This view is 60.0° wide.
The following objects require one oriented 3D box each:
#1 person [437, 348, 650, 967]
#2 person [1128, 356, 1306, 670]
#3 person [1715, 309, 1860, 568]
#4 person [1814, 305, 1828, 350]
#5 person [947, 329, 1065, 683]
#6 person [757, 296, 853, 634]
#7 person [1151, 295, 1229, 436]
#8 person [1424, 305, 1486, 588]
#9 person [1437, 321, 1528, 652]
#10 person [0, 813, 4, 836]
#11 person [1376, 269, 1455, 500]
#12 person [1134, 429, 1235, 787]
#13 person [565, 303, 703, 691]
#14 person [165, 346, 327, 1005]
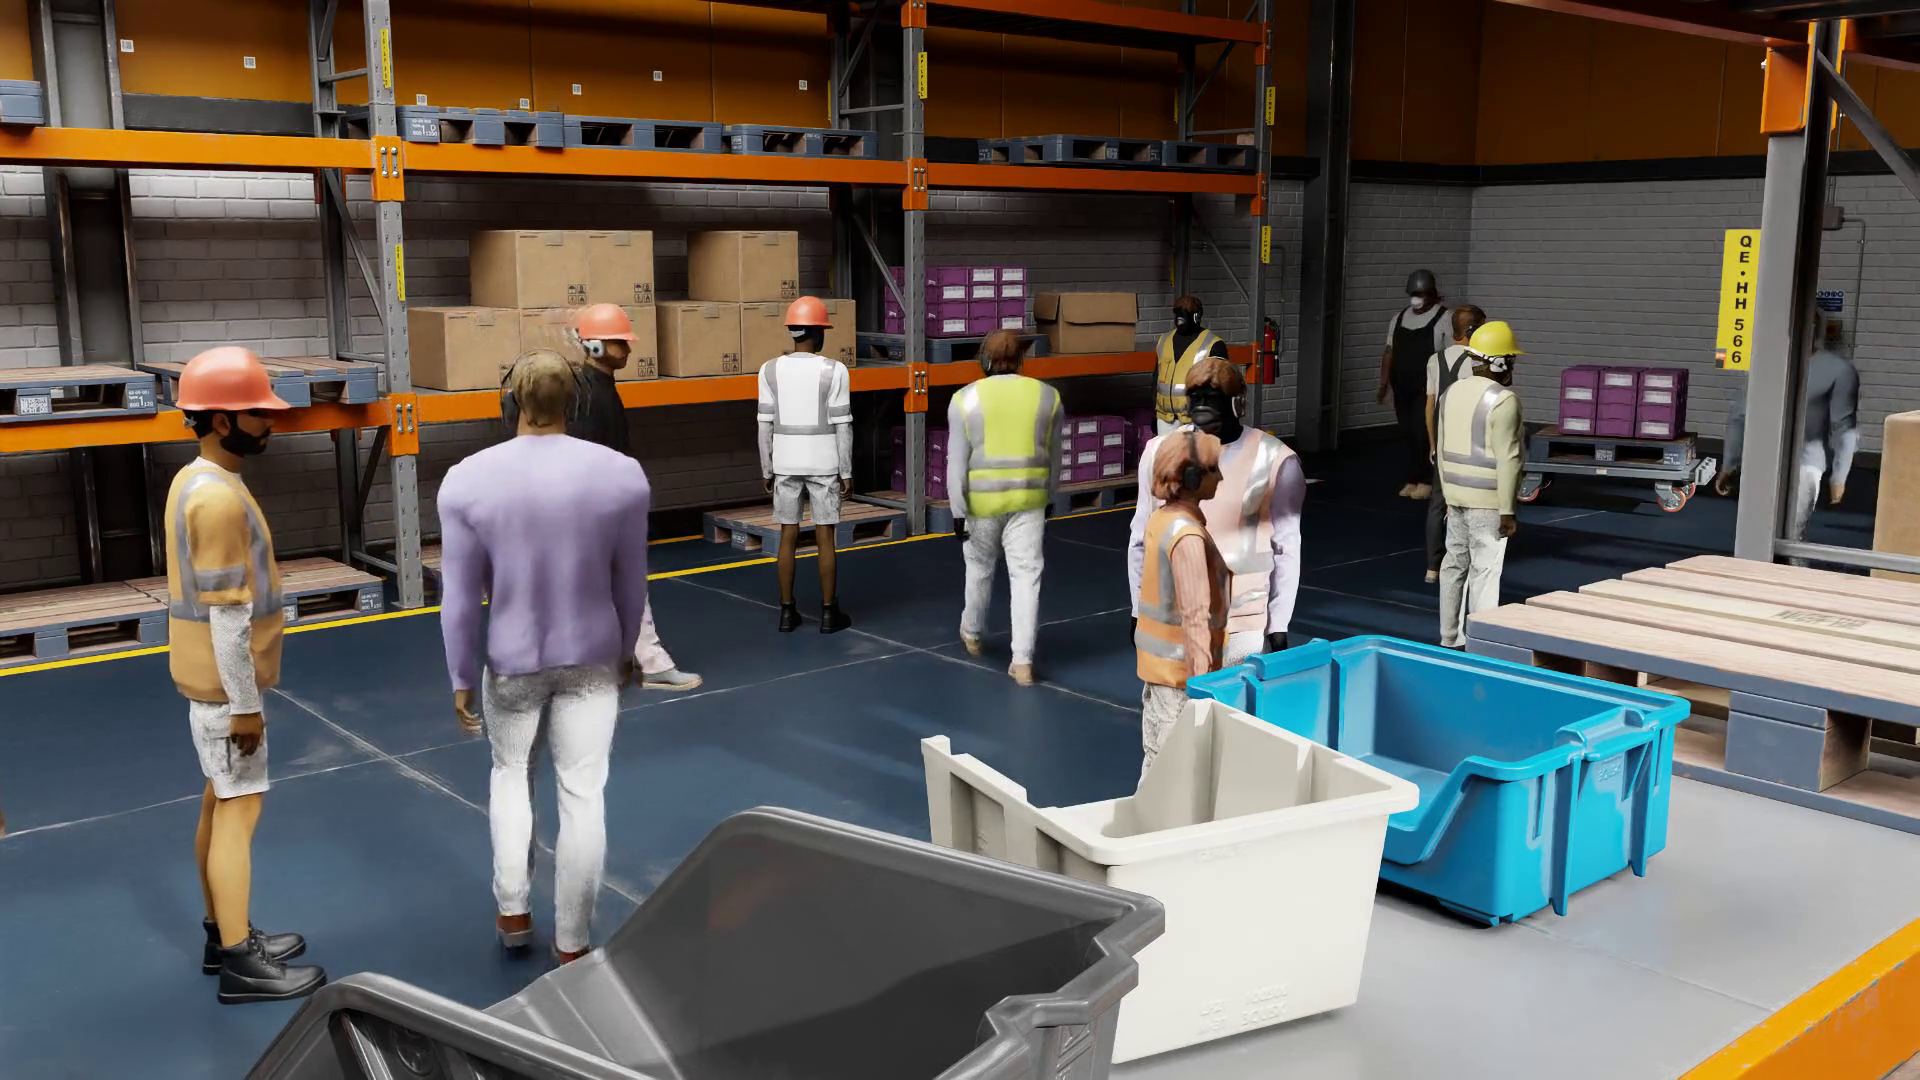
[{"bbox_3d":[-1.271,0.368,5.174,0.627,1.915,0.663,-3,10,-14],"label":"person"},{"bbox_3d":[0.888,0.271,5.933,0.626,1.844,0.429,5,11,24],"label":"person"},{"bbox_3d":[4.616,-0.379,9.348,0.598,1.915,0.633,-8,13,-39],"label":"person"},{"bbox_3d":[8.136,-1.637,16.346,0.635,1.937,0.360,2,10,9],"label":"person"},{"bbox_3d":[0.226,-0.201,8.728,0.628,1.789,0.967,-1,10,-7],"label":"person"},{"bbox_3d":[-0.875,-0.425,9.561,0.553,1.934,0.356,2,10,11],"label":"person"},{"bbox_3d":[1.718,-0.940,12.716,0.627,1.844,0.429,8,13,38],"label":"person"},{"bbox_3d":[3.265,-0.607,10.854,0.343,1.839,0.506,-7,13,-36],"label":"person"},{"bbox_3d":[2.743,-0.226,8.736,0.404,1.834,0.591,-3,11,-17],"label":"person"},{"bbox_3d":[-2.652,0.629,4.133,0.528,1.767,0.329,-1,10,-3],"label":"person"},{"bbox_3d":[3.980,-1.364,14.531,0.588,2.000,0.703,-8,13,-39],"label":"person"},{"bbox_3d":[0.726,0.456,5.457,0.308,1.641,0.510,-1,10,-6],"label":"person"},{"bbox_3d":[-1.840,-0.185,8.195,0.996,1.953,0.637,1,10,4],"label":"person"},{"bbox_3d":[-2.141,0.397,4.953,0.379,1.938,0.547,-6,12,-28],"label":"person"}]
